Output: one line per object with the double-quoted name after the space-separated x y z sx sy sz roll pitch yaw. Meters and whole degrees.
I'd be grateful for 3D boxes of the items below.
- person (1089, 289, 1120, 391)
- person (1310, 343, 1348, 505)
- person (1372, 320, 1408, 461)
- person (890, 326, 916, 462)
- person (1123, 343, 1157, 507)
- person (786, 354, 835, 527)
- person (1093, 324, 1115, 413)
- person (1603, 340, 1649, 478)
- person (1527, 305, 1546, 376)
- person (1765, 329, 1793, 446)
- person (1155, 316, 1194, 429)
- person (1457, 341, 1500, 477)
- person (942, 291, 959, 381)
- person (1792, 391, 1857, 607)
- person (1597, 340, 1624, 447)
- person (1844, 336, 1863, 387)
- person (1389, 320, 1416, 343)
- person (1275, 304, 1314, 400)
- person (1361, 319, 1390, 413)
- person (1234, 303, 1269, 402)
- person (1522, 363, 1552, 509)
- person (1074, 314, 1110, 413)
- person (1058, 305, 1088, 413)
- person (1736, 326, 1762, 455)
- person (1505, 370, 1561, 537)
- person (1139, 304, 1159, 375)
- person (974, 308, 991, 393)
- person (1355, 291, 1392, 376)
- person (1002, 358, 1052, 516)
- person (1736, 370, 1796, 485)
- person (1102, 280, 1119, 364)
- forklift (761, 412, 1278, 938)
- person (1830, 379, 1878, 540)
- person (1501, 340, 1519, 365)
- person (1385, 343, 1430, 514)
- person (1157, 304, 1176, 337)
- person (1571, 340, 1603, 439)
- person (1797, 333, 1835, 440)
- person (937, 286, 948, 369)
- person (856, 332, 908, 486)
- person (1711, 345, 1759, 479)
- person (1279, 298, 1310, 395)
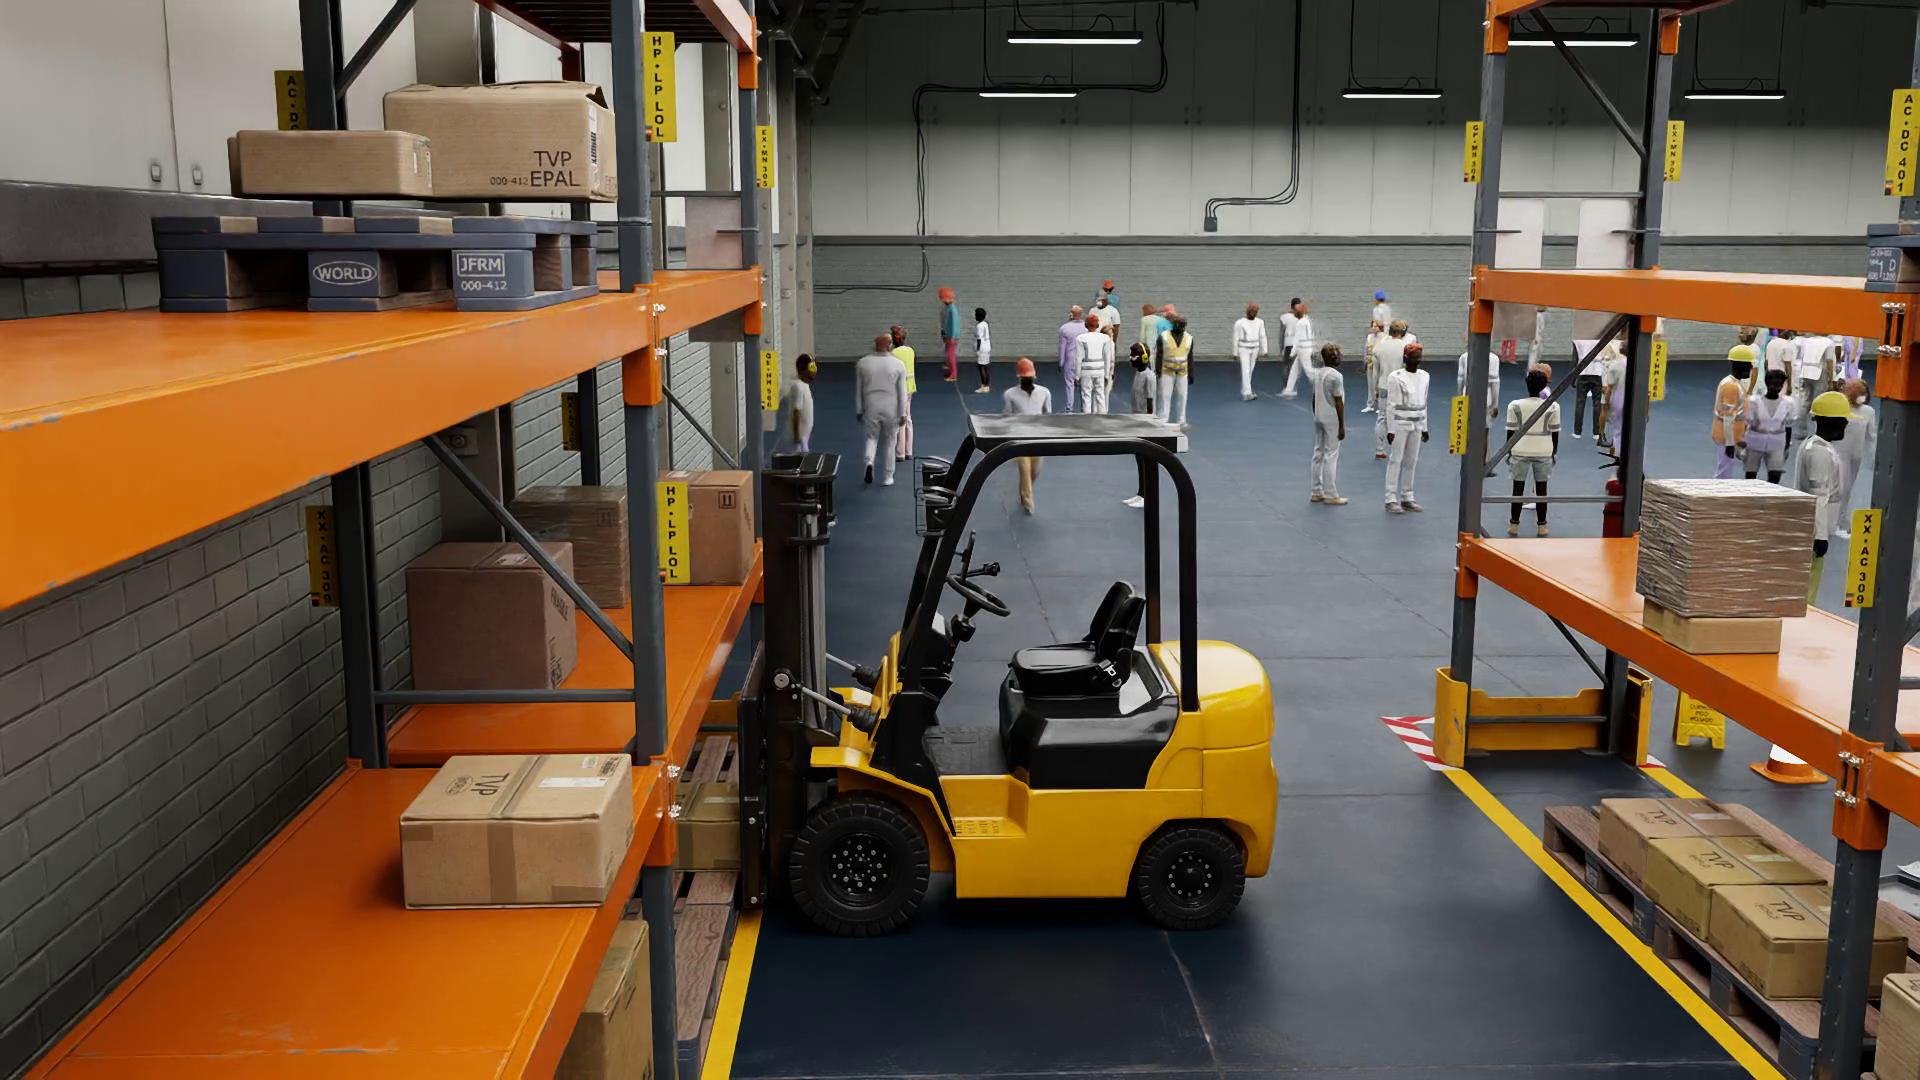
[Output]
2.830 -4.012 33.410 0.688 2.000 0.536 7 12 33 "person"
4.211 -1.320 18.960 0.345 1.847 0.508 -5 11 -25 "person"
5.903 -2.027 22.660 0.628 1.933 0.368 9 13 40 "person"
-0.805 -1.982 22.634 0.388 1.849 0.565 5 11 24 "person"
2.046 -1.297 18.799 0.335 1.860 0.508 -2 10 -10 "person"
-1.642 -1.045 17.523 0.564 1.842 0.605 1 10 5 "person"
2.374 -2.728 27.377 0.314 1.640 0.515 9 13 40 "person"
8.340 -1.646 20.825 0.532 1.827 0.402 2 10 12 "person"
12.822 -4.478 36.885 0.350 1.736 0.496 5 11 27 "person"
12.040 -2.303 24.442 0.345 1.844 0.504 -2 10 -12 "person"
3.420 -2.639 26.419 0.681 1.816 0.432 -2 10 -12 "person"
6.620 -1.769 21.203 0.373 1.934 0.551 -10 14 -44 "person"
-0.243 -4.411 35.924 0.388 1.944 0.843 -2 10 -13 "person"
6.174 -0.107 11.973 0.367 1.927 0.587 4 11 20 "person"
9.588 -2.305 24.226 0.543 1.931 0.388 -3 11 -18 "person"
16.612 -3.474 31.001 0.350 1.838 0.501 1 10 7 "person"
7.741 -3.050 29.202 0.509 1.629 0.317 5 11 24 "person"
6.507 -3.541 31.405 0.980 1.832 0.582 4 11 20 "person"
7.286 -3.033 29.075 0.309 1.638 0.522 -8 13 -38 "person"
5.454 -3.508 31.173 0.575 1.826 0.949 -3 11 -19 "person"
6.489 -1.162 18.654 0.308 1.641 0.511 3 11 18 "person"
2.026 -2.525 25.572 0.574 1.881 0.357 -3 11 -17 "person"
1.957 -3.014 28.215 0.641 1.913 0.407 -3 11 -17 "person"
11.067 -2.120 23.416 0.349 1.847 0.505 2 10 12 "person"
5.805 -0.876 16.887 0.541 1.700 0.316 3 11 17 "person"
4.250 -4.462 37.106 0.521 1.605 0.424 -6 12 -32 "person"
0.440 -3.749 32.932 0.321 1.690 0.541 3 11 14 "person"
9.299 -4.564 36.906 0.638 1.887 1.011 -8 13 -37 "person"
0.737 -1.159 18.431 0.567 1.723 0.733 -3 11 -17 "person"
8.411 -0.950 17.373 0.564 1.652 0.791 3 11 16 "person"
3.606 -5.303 40.585 0.364 2.048 0.608 10 14 43 "person"
0.291 0.548 7.580 2.313 2.155 1.214 0 10 -2 "forklift"
8.996 -0.802 16.705 0.502 1.612 0.645 -2 10 -13 "person"
13.468 -5.160 40.579 0.328 1.765 0.532 -5 11 -27 "person"
4.948 -1.236 18.386 0.578 1.882 0.346 -5 12 -28 "person"
4.212 -3.919 33.731 0.584 1.737 0.460 -7 12 -35 "person"
9.608 -2.490 25.301 0.592 1.910 0.378 4 11 22 "person"
12.824 -2.389 24.917 0.373 1.843 0.571 -3 11 -15 "person"
-0.346 -5.018 39.313 0.404 1.951 0.785 0 10 -1 "person"
-0.953 -1.586 20.308 0.658 1.889 0.519 1 10 6 "person"
8.081 -1.078 17.417 0.390 1.922 0.589 5 12 28 "person"
6.572 -3.802 32.670 0.587 1.882 0.871 2 10 11 "person"
